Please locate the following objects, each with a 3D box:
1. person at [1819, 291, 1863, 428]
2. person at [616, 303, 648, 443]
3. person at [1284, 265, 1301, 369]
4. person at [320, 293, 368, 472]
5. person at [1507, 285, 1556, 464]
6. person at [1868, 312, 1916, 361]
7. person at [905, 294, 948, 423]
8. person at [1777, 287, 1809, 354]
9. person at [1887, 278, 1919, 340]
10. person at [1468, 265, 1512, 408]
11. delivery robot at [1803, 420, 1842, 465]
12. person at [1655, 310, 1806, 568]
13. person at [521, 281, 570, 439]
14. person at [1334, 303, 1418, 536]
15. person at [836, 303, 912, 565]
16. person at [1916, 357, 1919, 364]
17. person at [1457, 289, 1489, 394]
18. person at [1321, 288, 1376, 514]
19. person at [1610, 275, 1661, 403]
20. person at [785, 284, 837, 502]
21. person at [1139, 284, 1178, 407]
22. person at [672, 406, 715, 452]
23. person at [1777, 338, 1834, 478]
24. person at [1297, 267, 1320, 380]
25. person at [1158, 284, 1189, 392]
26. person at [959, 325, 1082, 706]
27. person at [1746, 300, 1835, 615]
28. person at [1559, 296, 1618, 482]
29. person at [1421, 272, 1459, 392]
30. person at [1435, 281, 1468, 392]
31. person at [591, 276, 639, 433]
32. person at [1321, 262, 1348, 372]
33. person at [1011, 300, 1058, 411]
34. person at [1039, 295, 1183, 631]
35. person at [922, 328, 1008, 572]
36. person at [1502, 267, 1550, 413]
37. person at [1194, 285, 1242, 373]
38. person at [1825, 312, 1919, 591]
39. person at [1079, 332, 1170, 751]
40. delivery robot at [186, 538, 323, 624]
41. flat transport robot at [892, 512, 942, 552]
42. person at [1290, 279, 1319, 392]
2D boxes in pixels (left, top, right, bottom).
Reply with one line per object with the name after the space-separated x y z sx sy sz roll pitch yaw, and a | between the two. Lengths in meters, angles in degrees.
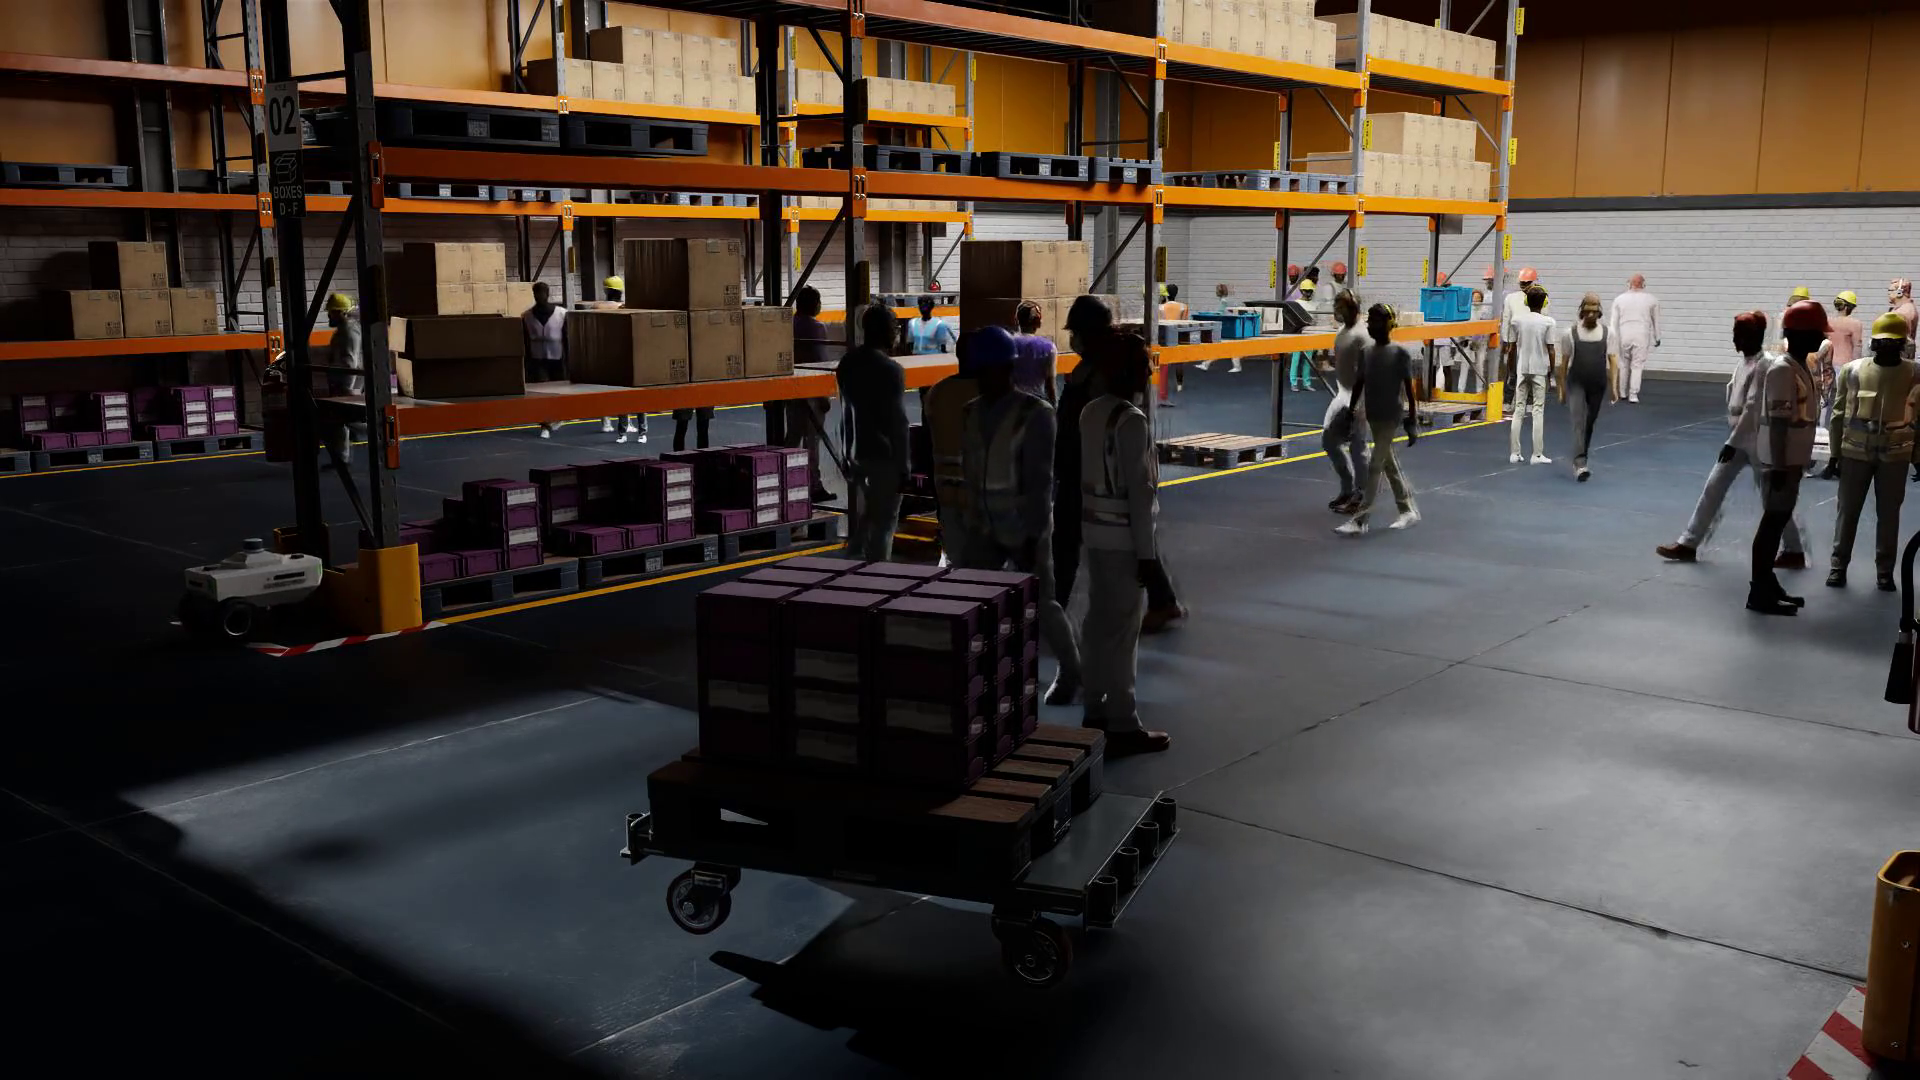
10.283 -2.027 19.458 0.339 1.759 0.525 -6 12 -31 | person
-3.830 -1.923 19.248 0.494 1.624 0.289 0 10 -1 | person
6.175 -4.125 30.887 0.545 1.938 0.359 3 10 15 | person
-6.141 -1.596 16.850 0.684 1.814 0.607 -6 12 -31 | person
5.992 -1.727 17.414 0.532 1.874 0.316 9 13 42 | person
9.446 -1.523 16.980 0.535 1.609 0.447 -1 10 -8 | person
-0.424 -2.208 20.708 0.547 1.686 0.395 6 11 30 | person
11.304 -2.551 22.499 0.309 1.737 0.484 -7 12 -36 | person
10.808 -2.063 19.239 0.399 1.907 0.644 6 12 31 | person
7.424 -2.830 23.311 0.931 2.005 0.620 9 13 42 | person
8.441 -0.946 16.457 0.477 0.478 0.707 -9 14 -43 | delivery robot
5.555 -0.702 11.751 0.986 1.830 0.560 0 10 3 | person
-4.946 -2.181 20.025 0.606 1.874 0.861 -1 10 -4 | person
3.342 -0.949 13.146 0.963 1.830 0.544 -6 12 -32 | person
-0.505 -0.492 10.242 0.450 1.920 0.647 -7 12 -34 | person
12.315 -2.409 21.225 0.867 1.901 0.573 0 10 -2 | person
7.765 -2.960 25.107 0.523 1.638 0.310 2 10 9 | person
3.310 -1.162 14.078 0.450 1.914 0.648 -2 10 -12 | person
9.949 -2.959 24.485 0.656 1.859 0.991 6 12 31 | person
-1.386 -1.310 14.876 0.379 1.933 0.629 -10 14 -44 | person
2.856 -2.739 23.515 0.685 1.739 0.553 1 10 5 | person
-2.499 -1.453 15.693 0.543 1.932 0.376 -6 11 -29 | person
8.304 -1.434 16.414 0.523 1.638 0.310 6 12 31 | person
6.024 -3.701 28.430 0.614 1.945 0.643 1 10 7 | person
3.314 -3.158 26.067 0.533 1.696 0.318 0 10 2 | person
0.277 -0.082 7.978 0.603 1.909 0.927 8 13 38 | person
5.159 -0.513 10.324 0.373 1.934 0.551 7 12 36 | person
6.121 -1.473 16.229 0.509 1.784 1.008 2 10 9 | person
6.615 -2.731 22.982 0.543 1.930 0.380 8 13 38 | person
7.271 -3.008 24.957 0.641 1.799 0.943 6 12 33 | person
-4.225 -2.252 20.330 0.612 1.915 0.415 3 10 17 | person
6.886 -3.996 30.006 0.645 1.985 1.024 -6 12 -32 | person
0.512 -0.987 13.312 0.563 1.839 0.377 5 11 24 | person
0.861 -0.462 9.736 0.960 2.000 0.685 -4 11 -20 | person
0.093 -0.192 8.770 0.625 1.844 0.429 9 13 42 | person
7.740 -2.733 22.808 0.612 1.991 0.391 4 11 24 | person
4.732 -3.828 30.182 0.856 1.590 0.516 1 10 3 | person
6.069 -0.582 11.006 0.588 1.835 0.403 5 11 27 | person
0.727 0.010 7.505 0.355 1.882 0.576 -4 11 -20 | person
-4.119 0.234 9.735 0.477 0.478 0.707 9 14 42 | delivery robot
0.121 -0.117 12.807 0.652 0.197 1.431 8 13 38 | flat transport robot
5.428 -3.213 26.181 0.525 1.769 0.308 -4 11 -24 | person
